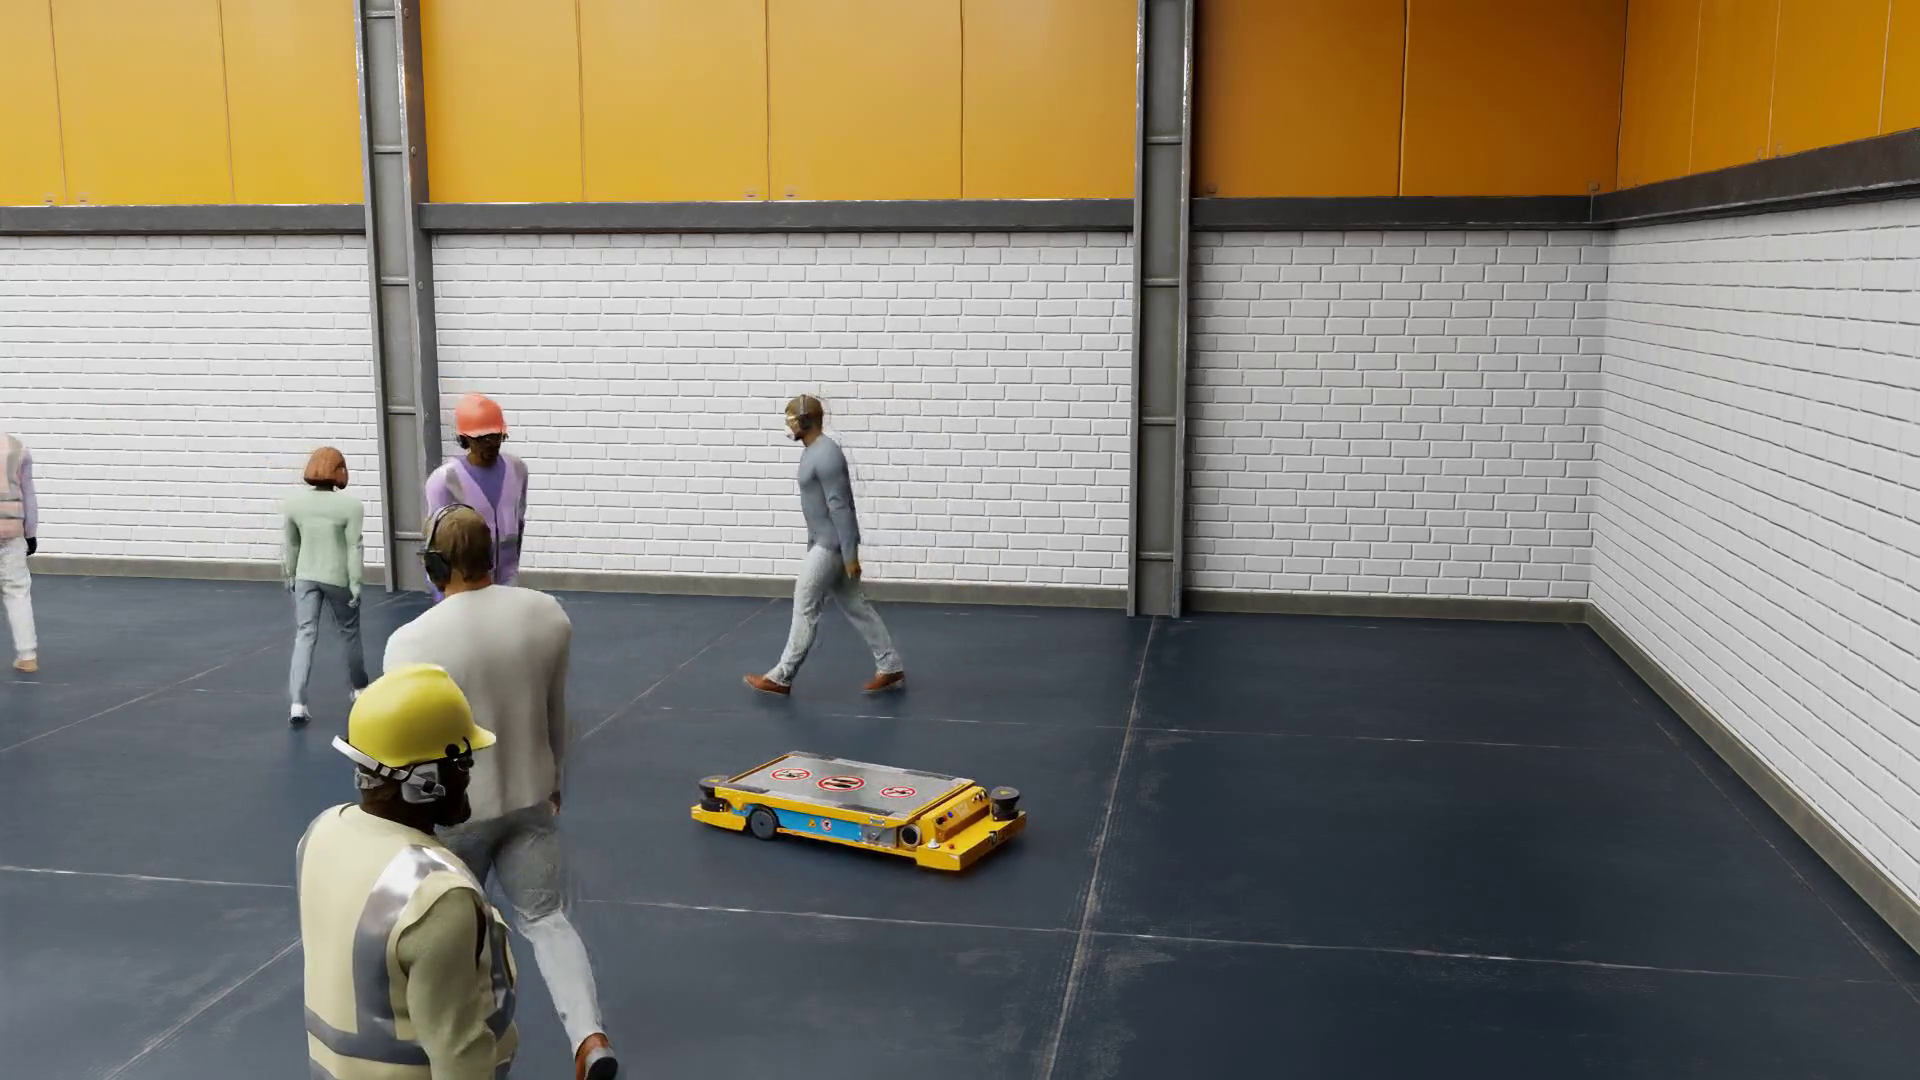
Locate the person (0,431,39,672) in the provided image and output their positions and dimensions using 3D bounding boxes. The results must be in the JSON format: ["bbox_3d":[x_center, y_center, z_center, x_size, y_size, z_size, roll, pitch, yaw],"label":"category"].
[{"bbox_3d":[-6.286,-0.027,10.729,0.651,1.819,0.440,-8,12,-42],"label":"person"}]

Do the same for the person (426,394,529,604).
[{"bbox_3d":[-2.504,0.212,8.758,0.615,1.965,1.107,-9,13,-44],"label":"person"}]

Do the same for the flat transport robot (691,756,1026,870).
[{"bbox_3d":[-0.475,1.229,7.714,1.431,0.197,0.652,5,10,28],"label":"flat transport robot"}]

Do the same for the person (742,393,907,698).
[{"bbox_3d":[-0.792,0.049,10.116,1.021,1.872,0.690,-2,9,-9],"label":"person"}]

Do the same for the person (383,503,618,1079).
[{"bbox_3d":[-1.406,0.838,5.121,0.641,1.910,0.892,-8,12,-42],"label":"person"}]

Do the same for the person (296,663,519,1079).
[{"bbox_3d":[-1.111,1.151,3.430,0.403,1.826,0.596,-9,13,-43],"label":"person"}]

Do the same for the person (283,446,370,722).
[{"bbox_3d":[-3.735,0.248,9.752,0.518,1.588,0.889,0,9,3],"label":"person"}]
